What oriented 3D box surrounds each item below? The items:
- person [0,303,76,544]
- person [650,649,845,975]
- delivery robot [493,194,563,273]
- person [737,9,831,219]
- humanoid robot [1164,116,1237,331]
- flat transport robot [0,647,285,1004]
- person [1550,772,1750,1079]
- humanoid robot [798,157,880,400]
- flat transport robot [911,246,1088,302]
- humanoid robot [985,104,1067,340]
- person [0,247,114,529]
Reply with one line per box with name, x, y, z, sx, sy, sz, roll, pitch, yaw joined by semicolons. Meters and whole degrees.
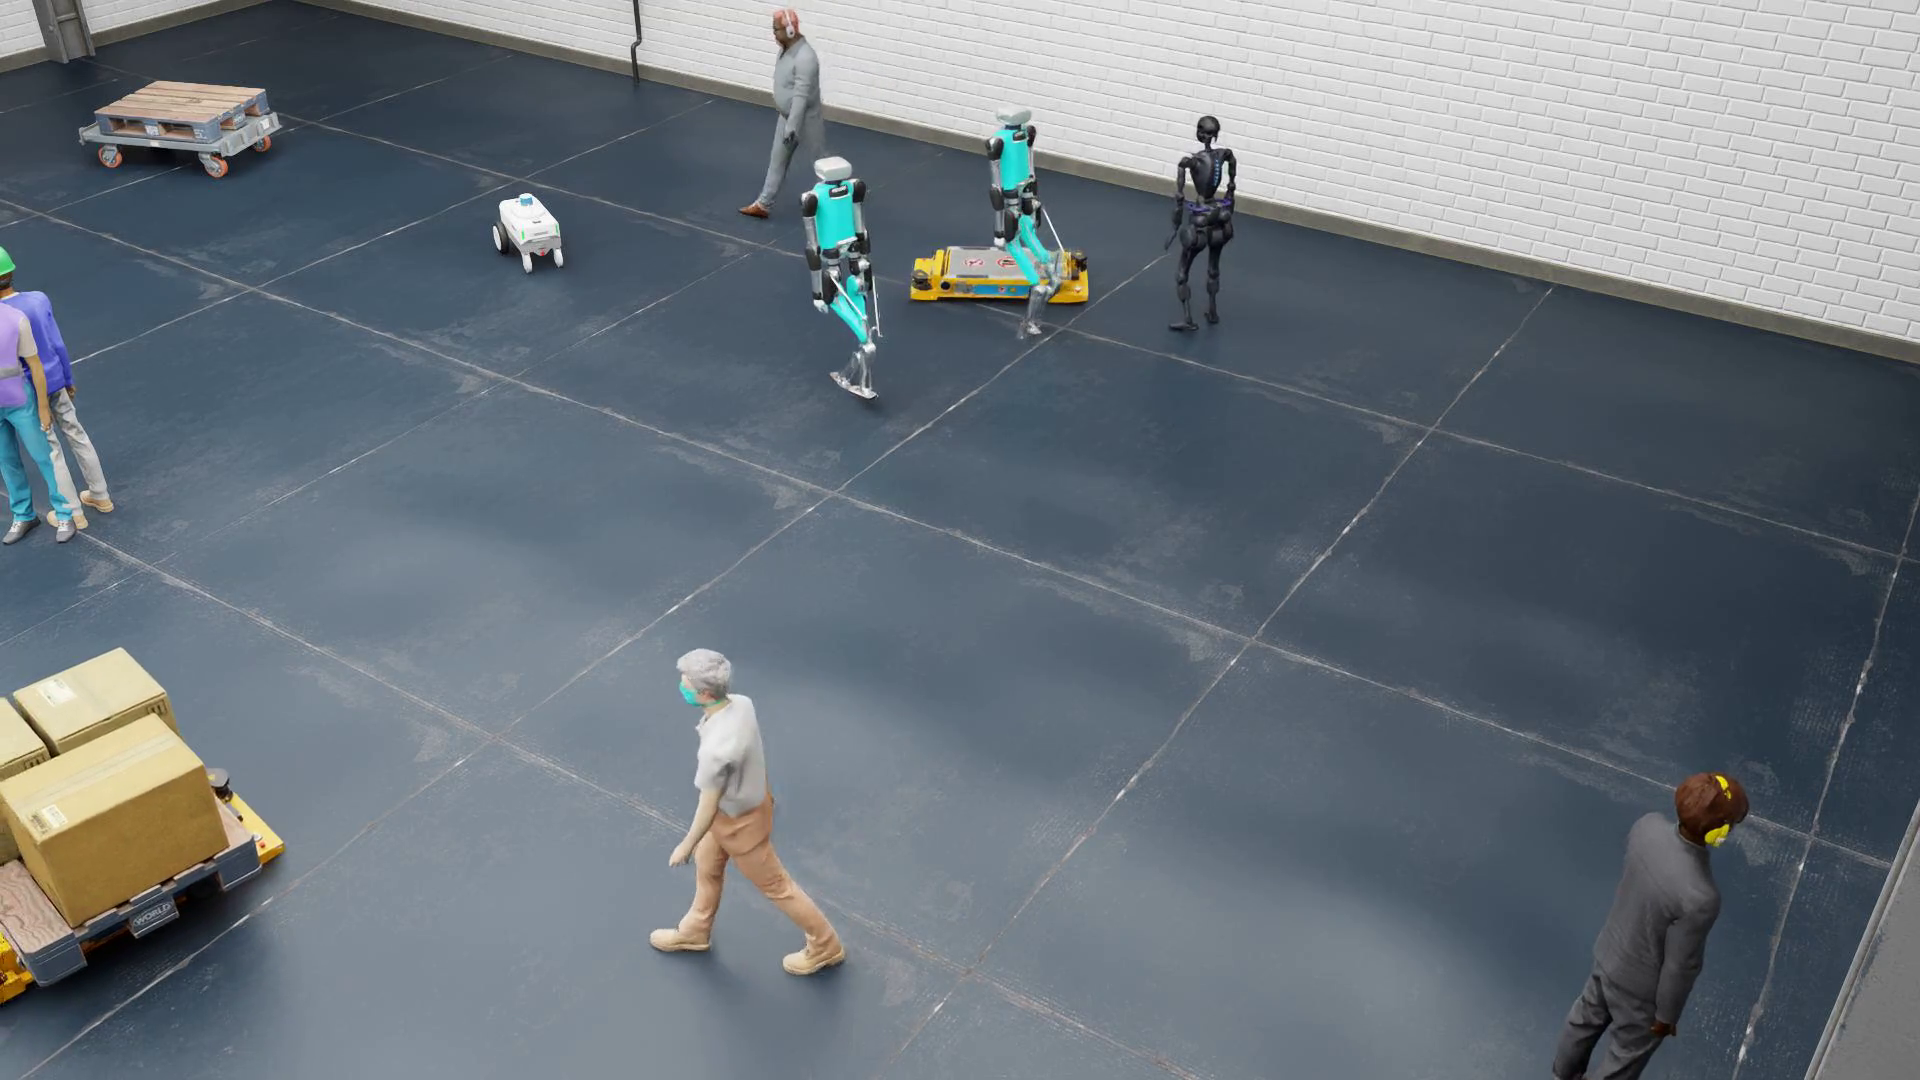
person;-5.785;-0.831;10.094;0.565;1.842;0.390;-1;33;-1
person;-0.932;1.181;7.126;0.887;1.695;0.472;-2;33;-3
delivery robot;-3.641;-2.642;14.091;0.499;0.581;0.774;-16;36;-23
person;-1.507;-3.653;14.478;0.987;1.854;0.639;-17;36;-25
humanoid robot;1.877;-2.413;12.707;0.588;1.638;0.389;-16;36;-24
flat transport robot;-3.995;1.596;7.773;0.659;0.231;1.431;28;42;36
person;2.577;1.616;6.275;0.362;1.865;0.488;-5;33;-8
humanoid robot;-0.723;-1.737;11.606;0.540;1.762;0.918;-26;41;-35
flat transport robot;0.332;-2.171;13.634;1.431;0.231;0.659;1;33;2
humanoid robot;0.557;-2.350;12.578;0.718;1.788;0.556;21;38;30
person;-5.676;-0.934;10.230;0.352;1.869;0.469;14;35;20
